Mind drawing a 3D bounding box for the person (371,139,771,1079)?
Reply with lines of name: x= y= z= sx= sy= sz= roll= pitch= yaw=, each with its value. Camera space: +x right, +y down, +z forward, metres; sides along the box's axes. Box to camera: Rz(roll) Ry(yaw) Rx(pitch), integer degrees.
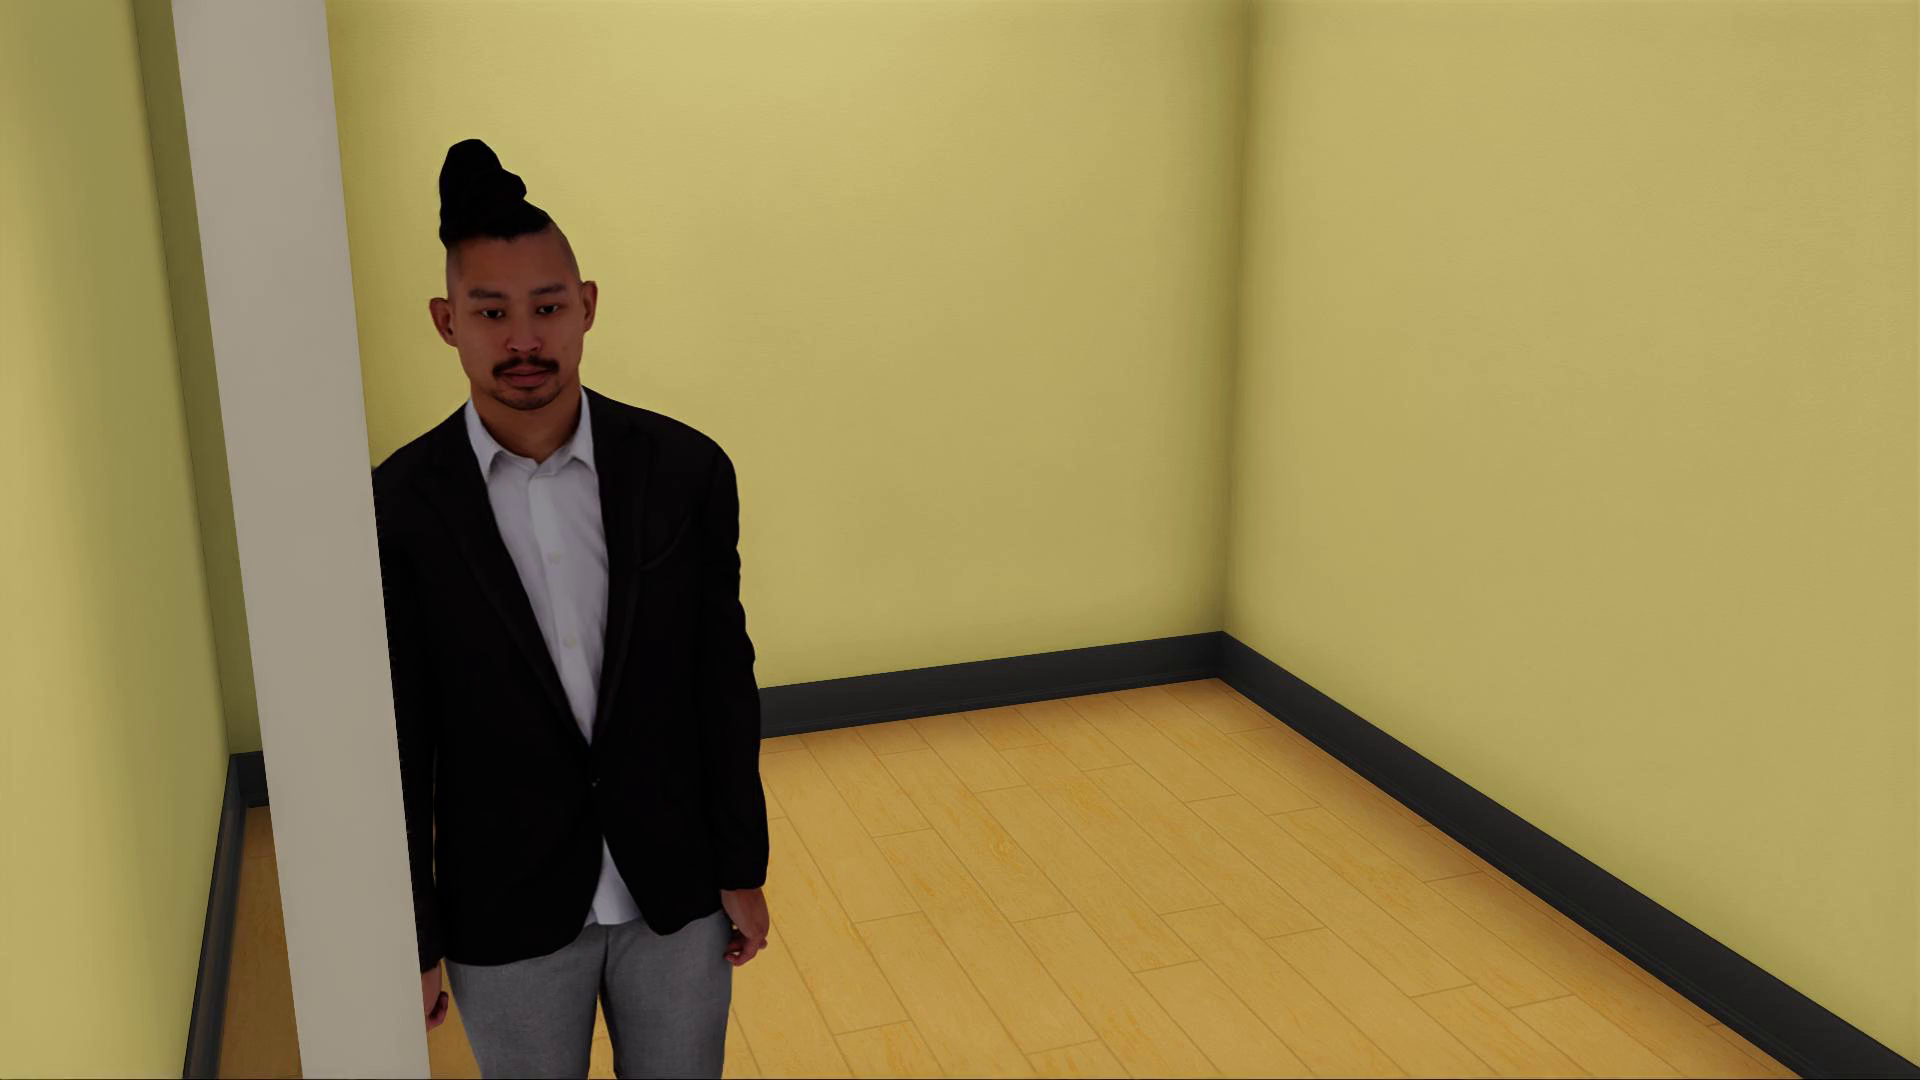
person: x=-0.542 y=0.433 z=2.342 sx=0.540 sy=1.951 sz=0.773 roll=-7 pitch=17 yaw=-22
